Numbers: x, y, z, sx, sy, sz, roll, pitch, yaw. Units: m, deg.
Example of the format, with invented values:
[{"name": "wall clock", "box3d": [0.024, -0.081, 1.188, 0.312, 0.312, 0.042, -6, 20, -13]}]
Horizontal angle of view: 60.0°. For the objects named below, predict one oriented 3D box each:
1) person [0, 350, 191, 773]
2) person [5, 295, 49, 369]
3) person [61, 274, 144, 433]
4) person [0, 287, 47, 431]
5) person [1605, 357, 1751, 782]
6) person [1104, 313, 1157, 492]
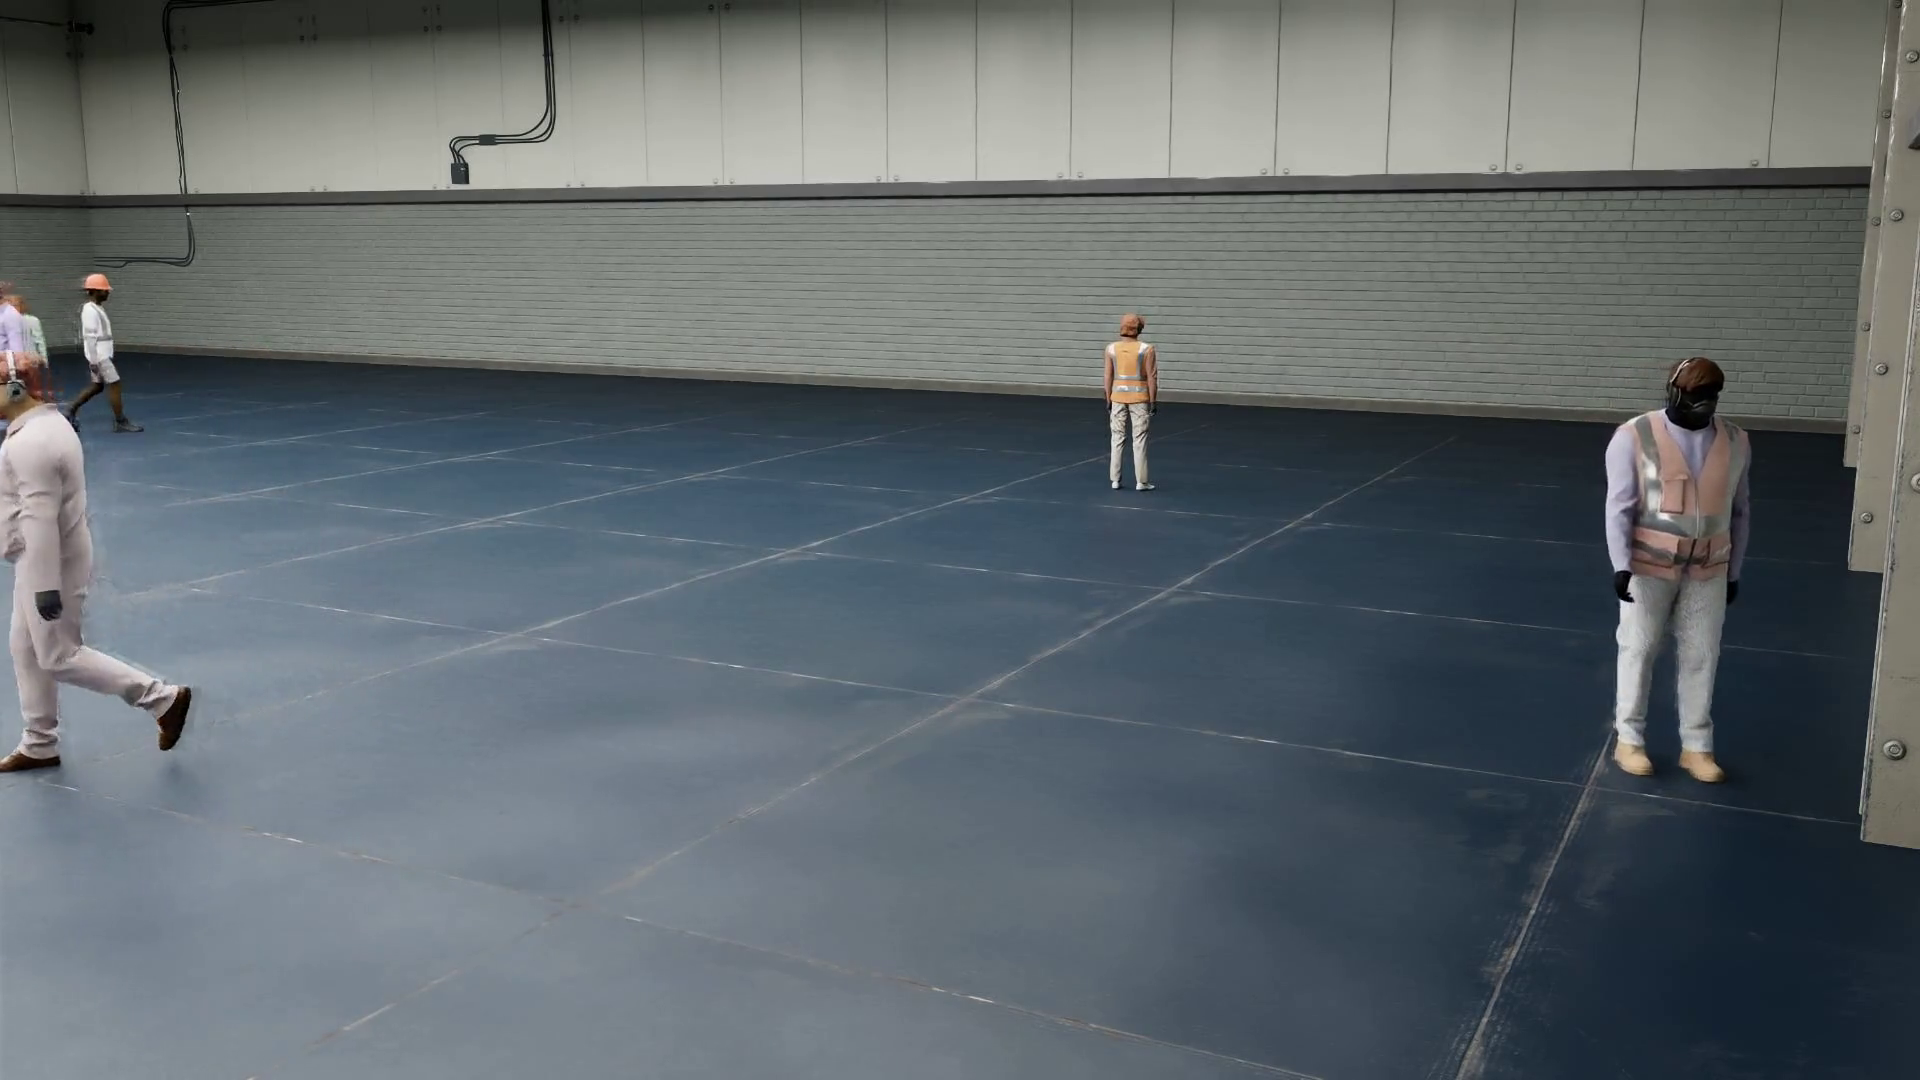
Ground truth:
[{"name": "person", "box3d": [-3.877, 0.103, 7.246, 0.777, 1.878, 0.654, -5, 11, -24]}, {"name": "person", "box3d": [-11.633, -2.234, 20.688, 0.561, 1.613, 0.353, 0, 10, 1]}, {"name": "person", "box3d": [-10.283, -2.199, 19.725, 0.884, 1.909, 0.555, -4, 11, -22]}, {"name": "person", "box3d": [-10.474, -1.929, 18.423, 0.730, 1.852, 1.002, 7, 13, 35]}, {"name": "person", "box3d": [3.102, 0.122, 7.224, 0.643, 1.834, 0.448, 0, 10, 1]}, {"name": "person", "box3d": [1.571, -1.262, 15.322, 0.514, 1.639, 0.310, 5, 12, 27]}]
